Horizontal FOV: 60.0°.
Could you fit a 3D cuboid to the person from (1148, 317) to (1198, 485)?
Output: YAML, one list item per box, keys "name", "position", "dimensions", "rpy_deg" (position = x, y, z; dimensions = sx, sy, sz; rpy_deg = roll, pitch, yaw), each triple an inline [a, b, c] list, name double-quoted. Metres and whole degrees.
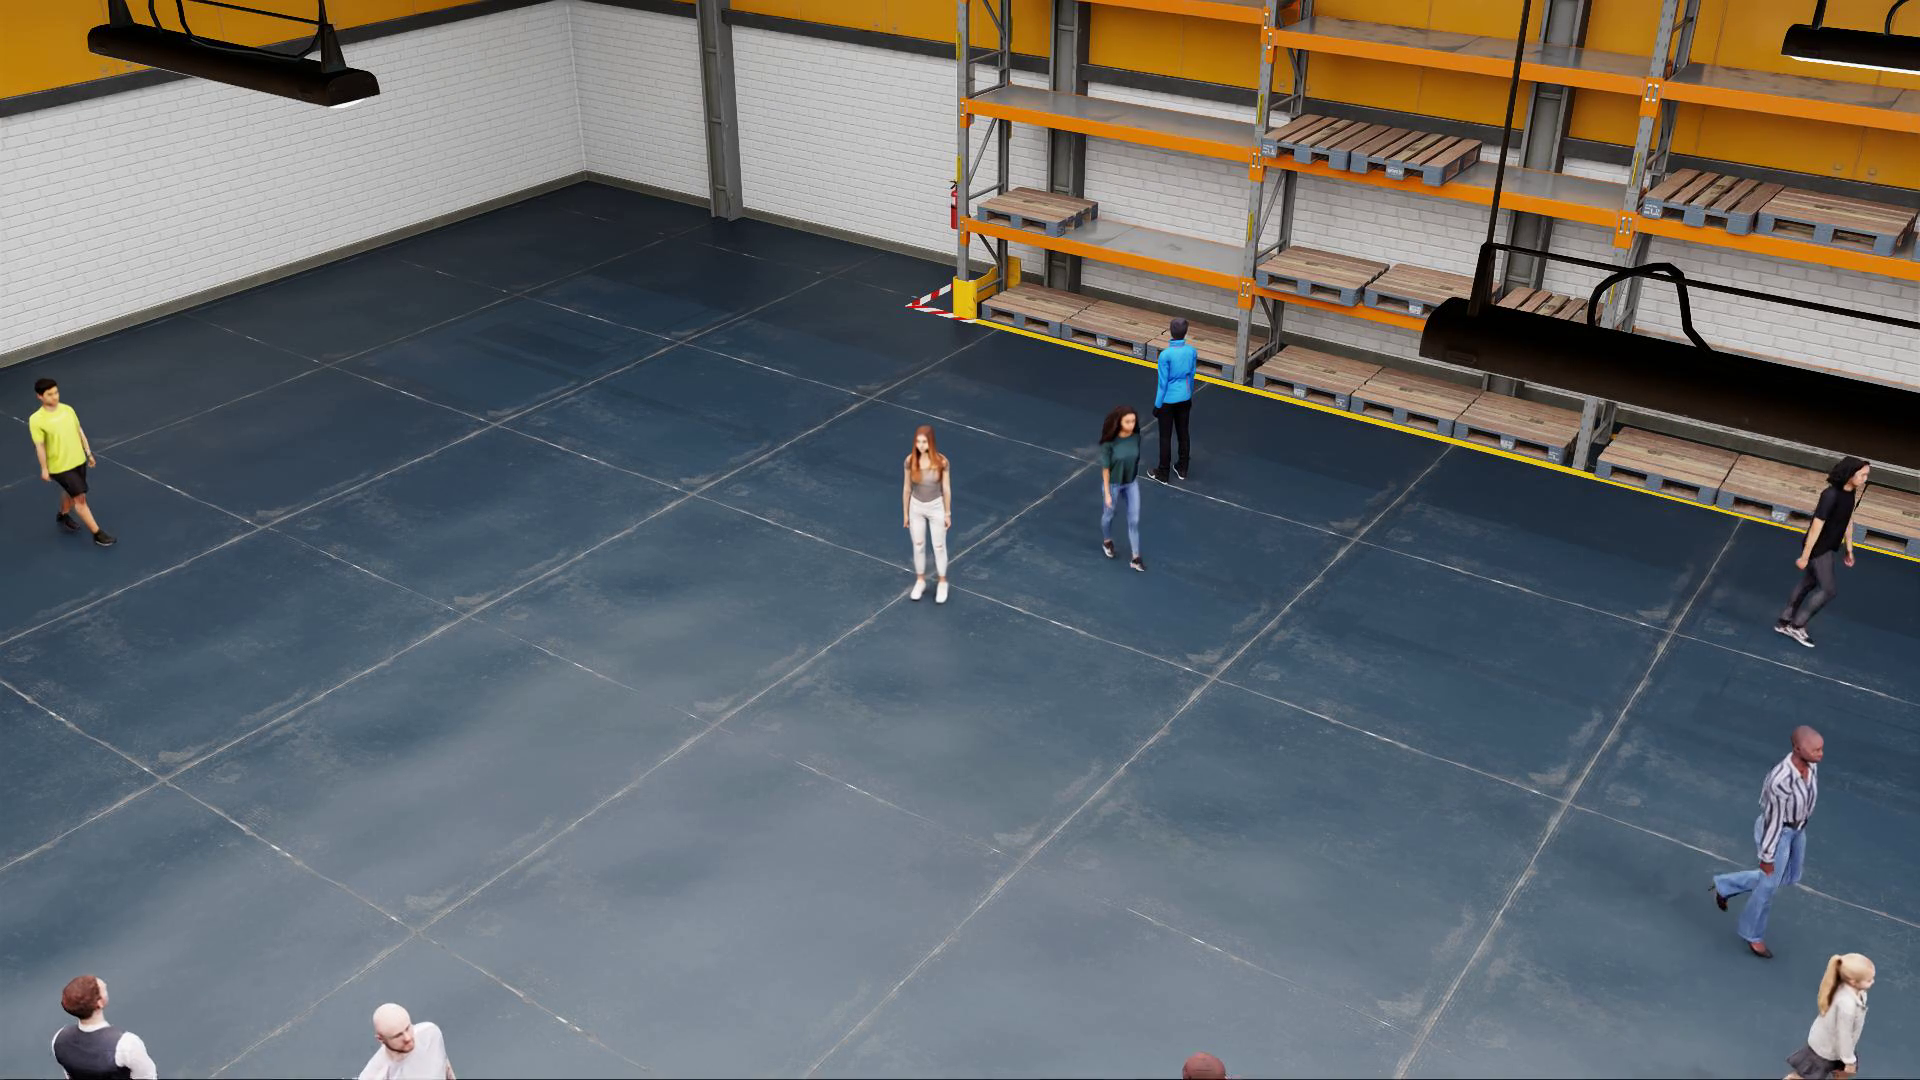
- name: "person"
  position: [2.202, -1.434, 17.049]
  dimensions: [0.695, 1.794, 0.687]
  rpy_deg: [-15, 32, -25]

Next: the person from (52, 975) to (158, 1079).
- name: "person"
  position: [-4.395, 3.089, 8.627]
  dimensions: [0.966, 1.919, 0.919]
  rpy_deg: [6, 29, 10]

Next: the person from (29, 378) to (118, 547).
- name: "person"
  position: [-8.627, -0.761, 15.942]
  dimensions: [1.140, 1.671, 0.800]
  rpy_deg: [11, 31, 19]

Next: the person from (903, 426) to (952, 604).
- name: "person"
  position: [-0.283, -0.254, 14.964]
  dimensions: [0.585, 1.719, 0.715]
  rpy_deg: [4, 29, 8]

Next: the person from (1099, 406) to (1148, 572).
- name: "person"
  position: [1.456, -0.540, 15.623]
  dimensions: [0.910, 1.589, 1.031]
  rpy_deg: [-9, 30, -16]

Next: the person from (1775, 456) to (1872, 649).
- name: "person"
  position: [7.347, 0.034, 14.334]
  dimensions: [0.680, 1.817, 0.697]
  rpy_deg: [-25, 37, -38]

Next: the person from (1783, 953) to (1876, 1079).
- name: "person"
  position: [4.993, 2.903, 9.670]
  dimensions: [0.874, 1.245, 0.552]
  rpy_deg: [15, 32, 26]

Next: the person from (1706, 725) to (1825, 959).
- name: "person"
  position: [5.275, 1.929, 10.899]
  dimensions: [0.738, 1.779, 0.825]
  rpy_deg: [-23, 36, -36]

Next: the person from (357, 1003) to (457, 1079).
- name: "person"
  position: [-2.876, 3.089, 8.740]
  dimensions: [1.102, 1.809, 0.757]
  rpy_deg: [15, 32, 25]
